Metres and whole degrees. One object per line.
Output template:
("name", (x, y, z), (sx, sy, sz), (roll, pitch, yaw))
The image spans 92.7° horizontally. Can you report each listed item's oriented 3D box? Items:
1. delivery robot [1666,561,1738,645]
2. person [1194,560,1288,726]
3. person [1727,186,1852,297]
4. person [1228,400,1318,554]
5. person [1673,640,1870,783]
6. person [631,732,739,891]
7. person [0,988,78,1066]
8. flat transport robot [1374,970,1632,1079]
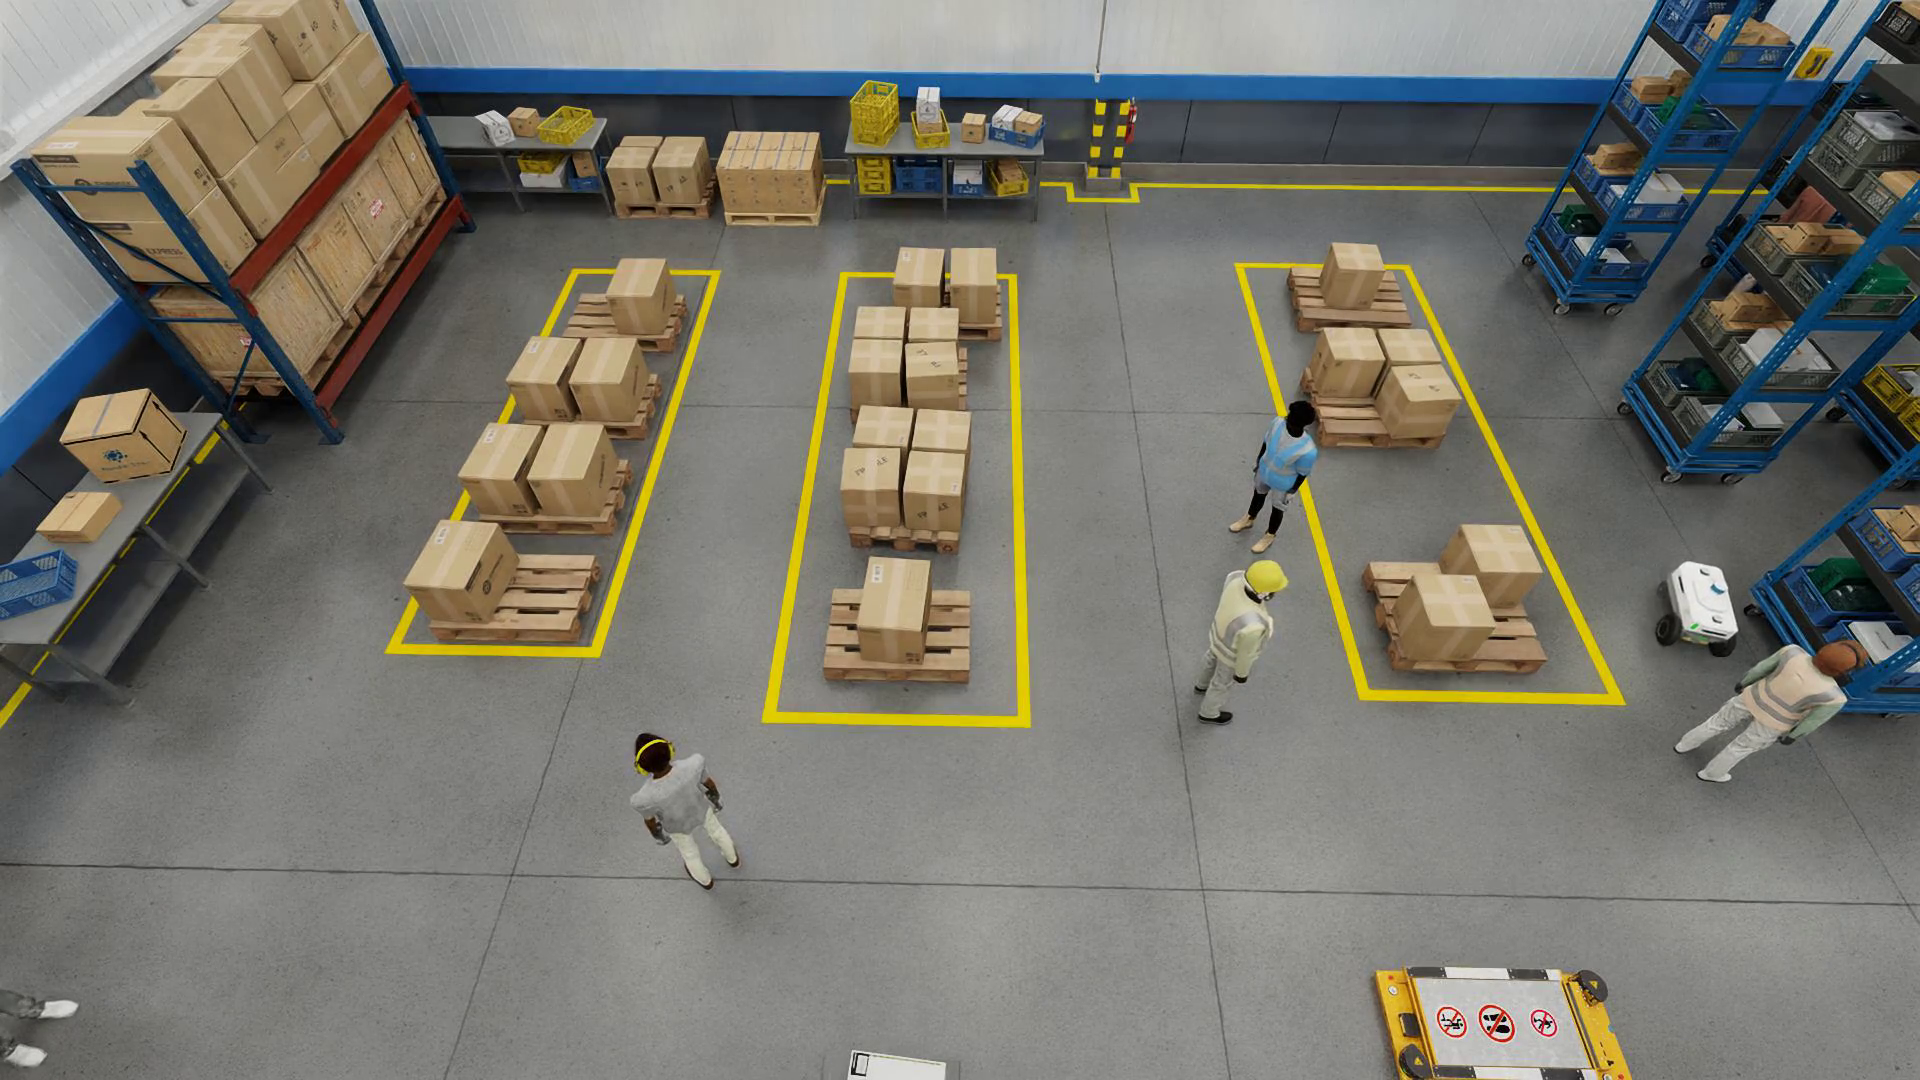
("delivery robot", (6.325, 0.528, 7.797), (0.477, 0.478, 0.707), (13, 52, 11))
("person", (2.061, 0.761, 6.855), (0.403, 1.827, 0.595), (0, 51, 0))
("person", (9.086, -3.161, 9.954), (0.411, 1.980, 0.625), (-18, 53, -14))
("person", (2.768, -0.555, 8.006), (0.318, 1.697, 0.536), (-24, 55, -19))
("person", (5.807, 1.224, 6.593), (0.307, 1.636, 0.525), (-10, 52, -8))
("person", (-1.798, 1.787, 5.997), (0.494, 1.860, 0.332), (-34, 58, -24))
("person", (-6.062, 2.651, 5.261), (0.405, 1.909, 0.599), (1, 51, 1))
("flat transport robot", (3.501, 3.133, 5.914), (1.431, 0.197, 0.652), (1, 51, 1))
